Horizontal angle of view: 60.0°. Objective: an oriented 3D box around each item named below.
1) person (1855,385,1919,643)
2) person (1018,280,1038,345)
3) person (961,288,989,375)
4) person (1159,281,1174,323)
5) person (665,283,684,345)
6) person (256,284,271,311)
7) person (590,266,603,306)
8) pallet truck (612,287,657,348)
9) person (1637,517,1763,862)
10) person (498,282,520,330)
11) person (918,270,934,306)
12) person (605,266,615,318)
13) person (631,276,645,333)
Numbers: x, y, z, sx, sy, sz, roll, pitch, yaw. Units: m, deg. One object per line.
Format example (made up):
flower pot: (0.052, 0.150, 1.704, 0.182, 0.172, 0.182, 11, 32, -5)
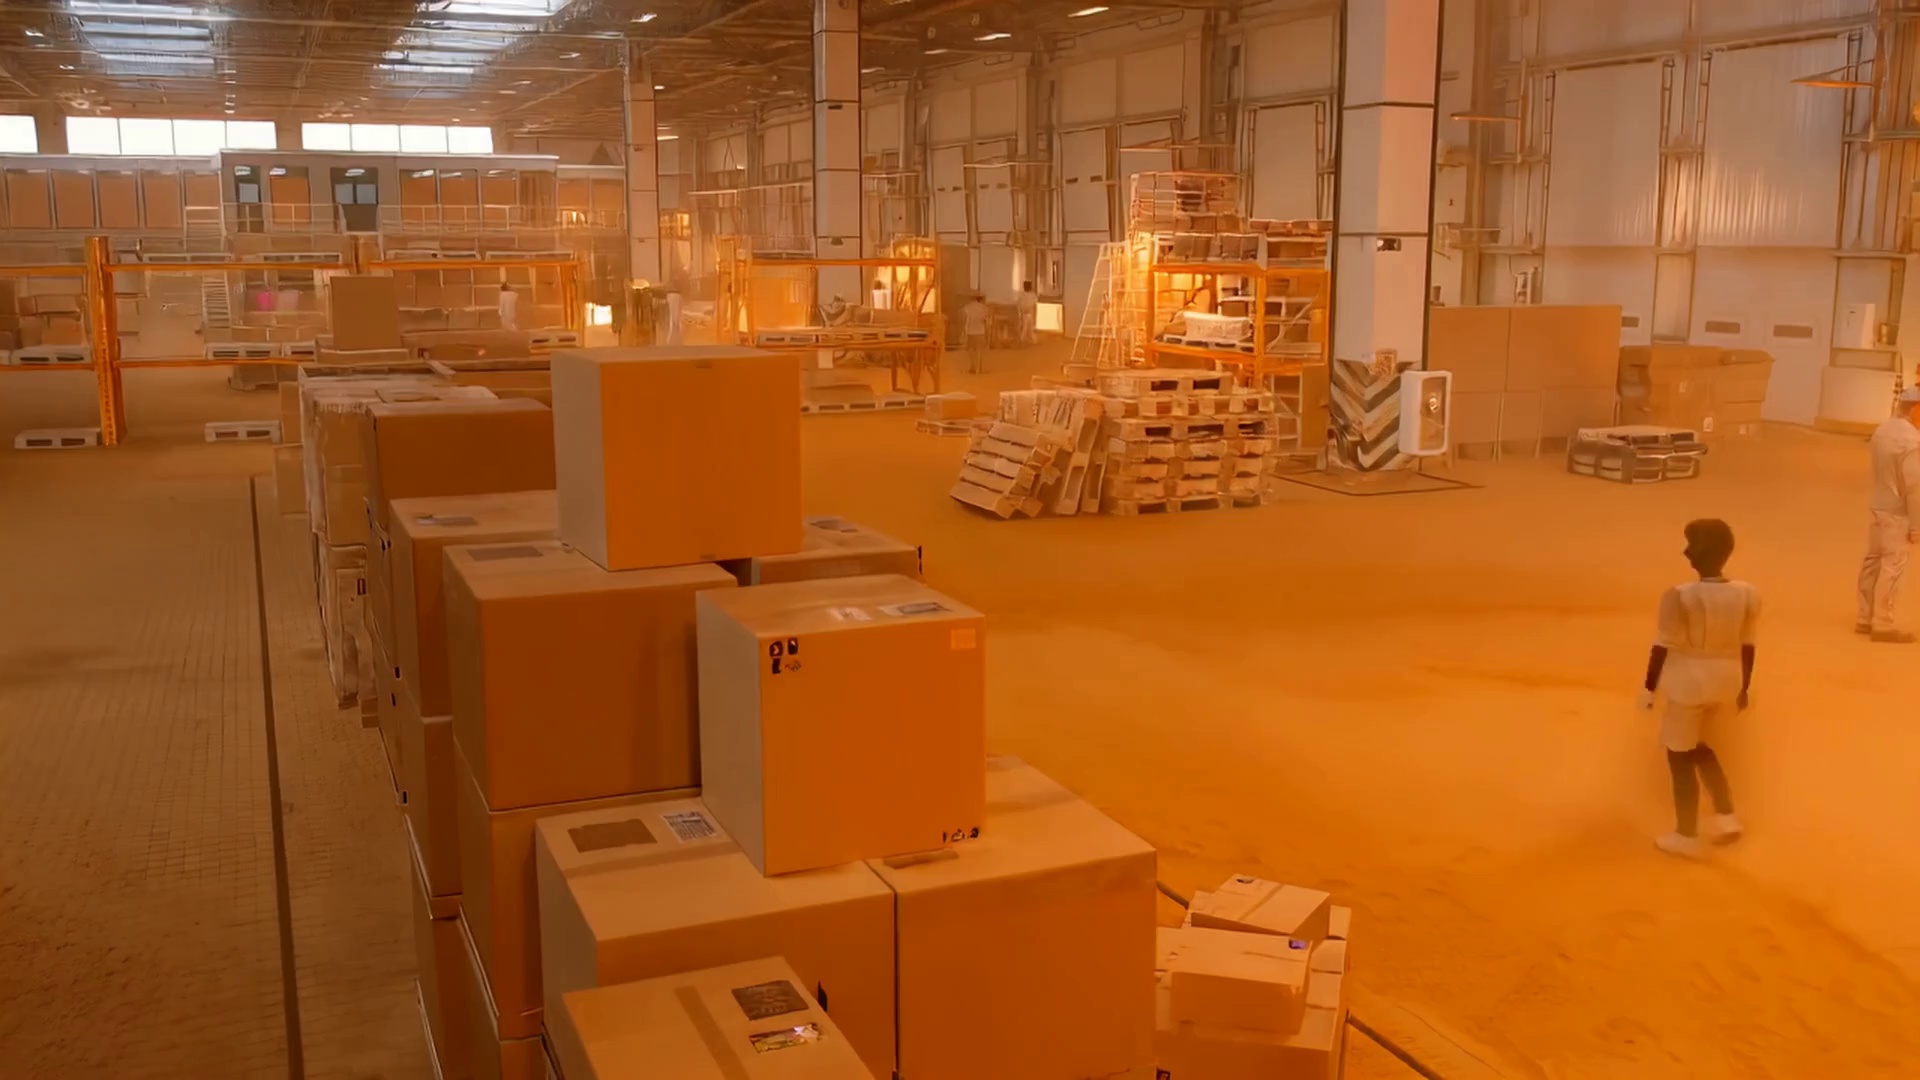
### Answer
person: (6.964, -0.192, 12.383, 0.384, 1.930, 0.634, 0, 10, 0)
person: (1.926, -6.368, 46.679, 0.622, 1.825, 0.625, -9, 14, -42)
person: (0.336, -4.576, 36.607, 0.618, 1.898, 0.504, 1, 10, 6)
person: (5.235, -5.612, 42.239, 0.361, 1.930, 0.588, 4, 11, 22)
person: (-7.648, -5.940, 44.338, 0.537, 1.826, 0.966, 4, 11, 22)
person: (-20.058, -6.567, 48.168, 0.910, 1.690, 0.524, -10, 14, -43)
person: (-15.176, -10.509, 69.437, 0.573, 1.857, 0.919, -5, 12, -27)
pallet truck: (-6.464, -4.406, 35.401, 0.823, 1.965, 1.885, 6, 12, 32)
person: (3.551, 0.722, 8.006, 0.532, 1.680, 0.366, -4, 11, -20)
person: (-11.490, -5.630, 42.469, 0.650, 1.890, 1.035, -9, 14, -42)
person: (-1.094, -7.790, 54.113, 0.622, 1.977, 0.448, -3, 11, -16)
person: (-13.294, -9.394, 63.060, 0.378, 1.936, 0.548, -1, 10, -7)
person: (-10.034, -7.304, 51.859, 0.431, 1.833, 0.629, 1, 10, 7)
